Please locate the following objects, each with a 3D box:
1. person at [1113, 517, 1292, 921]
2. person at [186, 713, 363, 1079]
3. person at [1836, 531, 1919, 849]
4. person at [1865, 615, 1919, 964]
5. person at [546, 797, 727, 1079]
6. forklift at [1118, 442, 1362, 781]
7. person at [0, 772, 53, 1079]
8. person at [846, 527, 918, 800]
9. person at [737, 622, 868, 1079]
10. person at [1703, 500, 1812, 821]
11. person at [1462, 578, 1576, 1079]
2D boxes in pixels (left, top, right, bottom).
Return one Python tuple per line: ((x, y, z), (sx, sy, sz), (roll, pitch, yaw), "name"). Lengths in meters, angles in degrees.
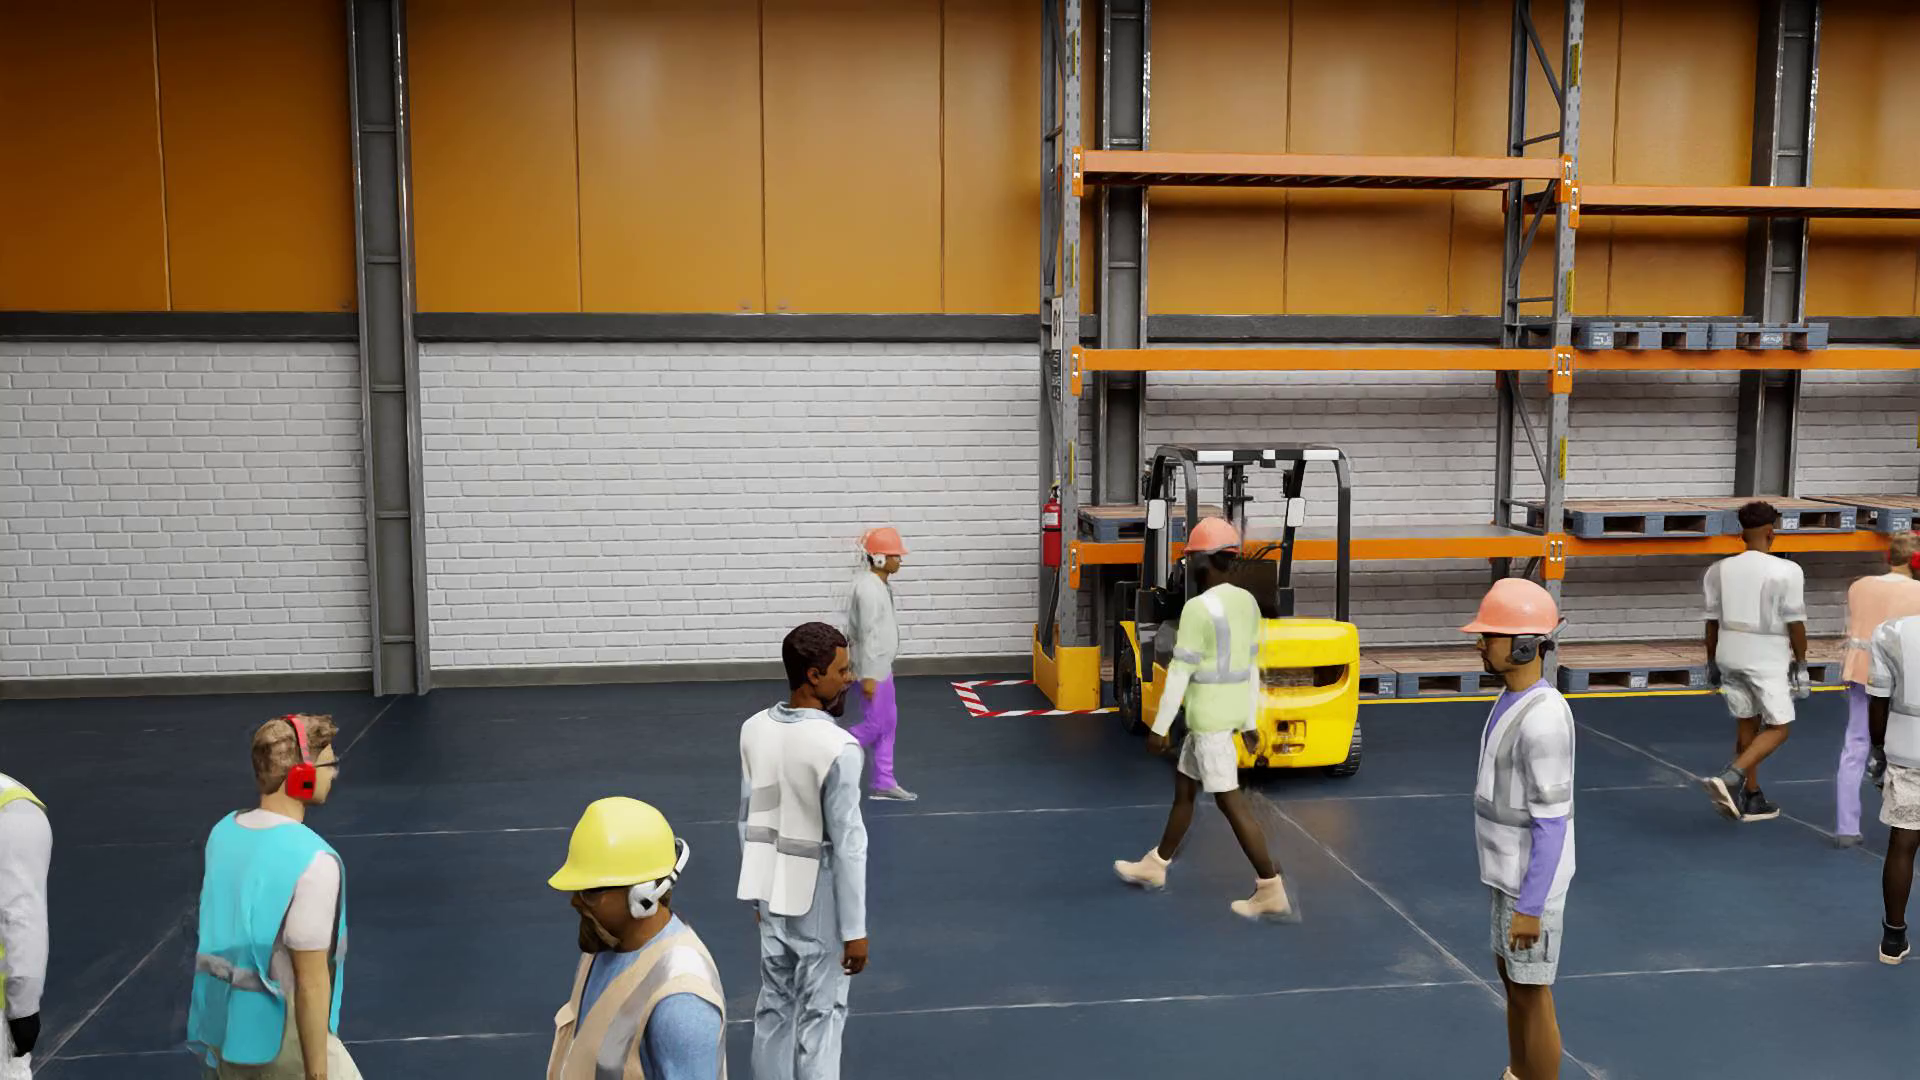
((1.247, 0.881, 8.360), (1.053, 1.984, 0.619), (4, 8, 32), "person")
((-1.824, 1.381, 4.721), (0.593, 1.810, 0.835), (4, 8, 34), "person")
((5.316, 0.846, 9.447), (0.860, 1.798, 0.607), (-3, 7, -25), "person")
((4.436, 0.983, 7.538), (0.602, 1.967, 0.368), (6, 9, 42), "person")
((-0.740, 1.480, 3.826), (0.404, 1.824, 0.587), (-3, 7, -27), "person")
((1.912, 0.418, 11.496), (1.214, 2.155, 2.313), (-1, 7, -8), "forklift")
((-2.994, 1.349, 4.931), (0.631, 1.833, 0.429), (1, 7, 12), "person")
((-0.599, 0.777, 10.319), (0.597, 1.734, 0.572), (1, 7, 9), "person")
((-0.531, 1.229, 5.602), (0.395, 1.917, 0.590), (-6, 9, -43), "person")
((4.650, 0.740, 9.829), (0.663, 1.929, 0.675), (-4, 8, -30), "person")
((1.916, 1.147, 5.763), (0.395, 2.044, 0.609), (1, 7, 9), "person")
